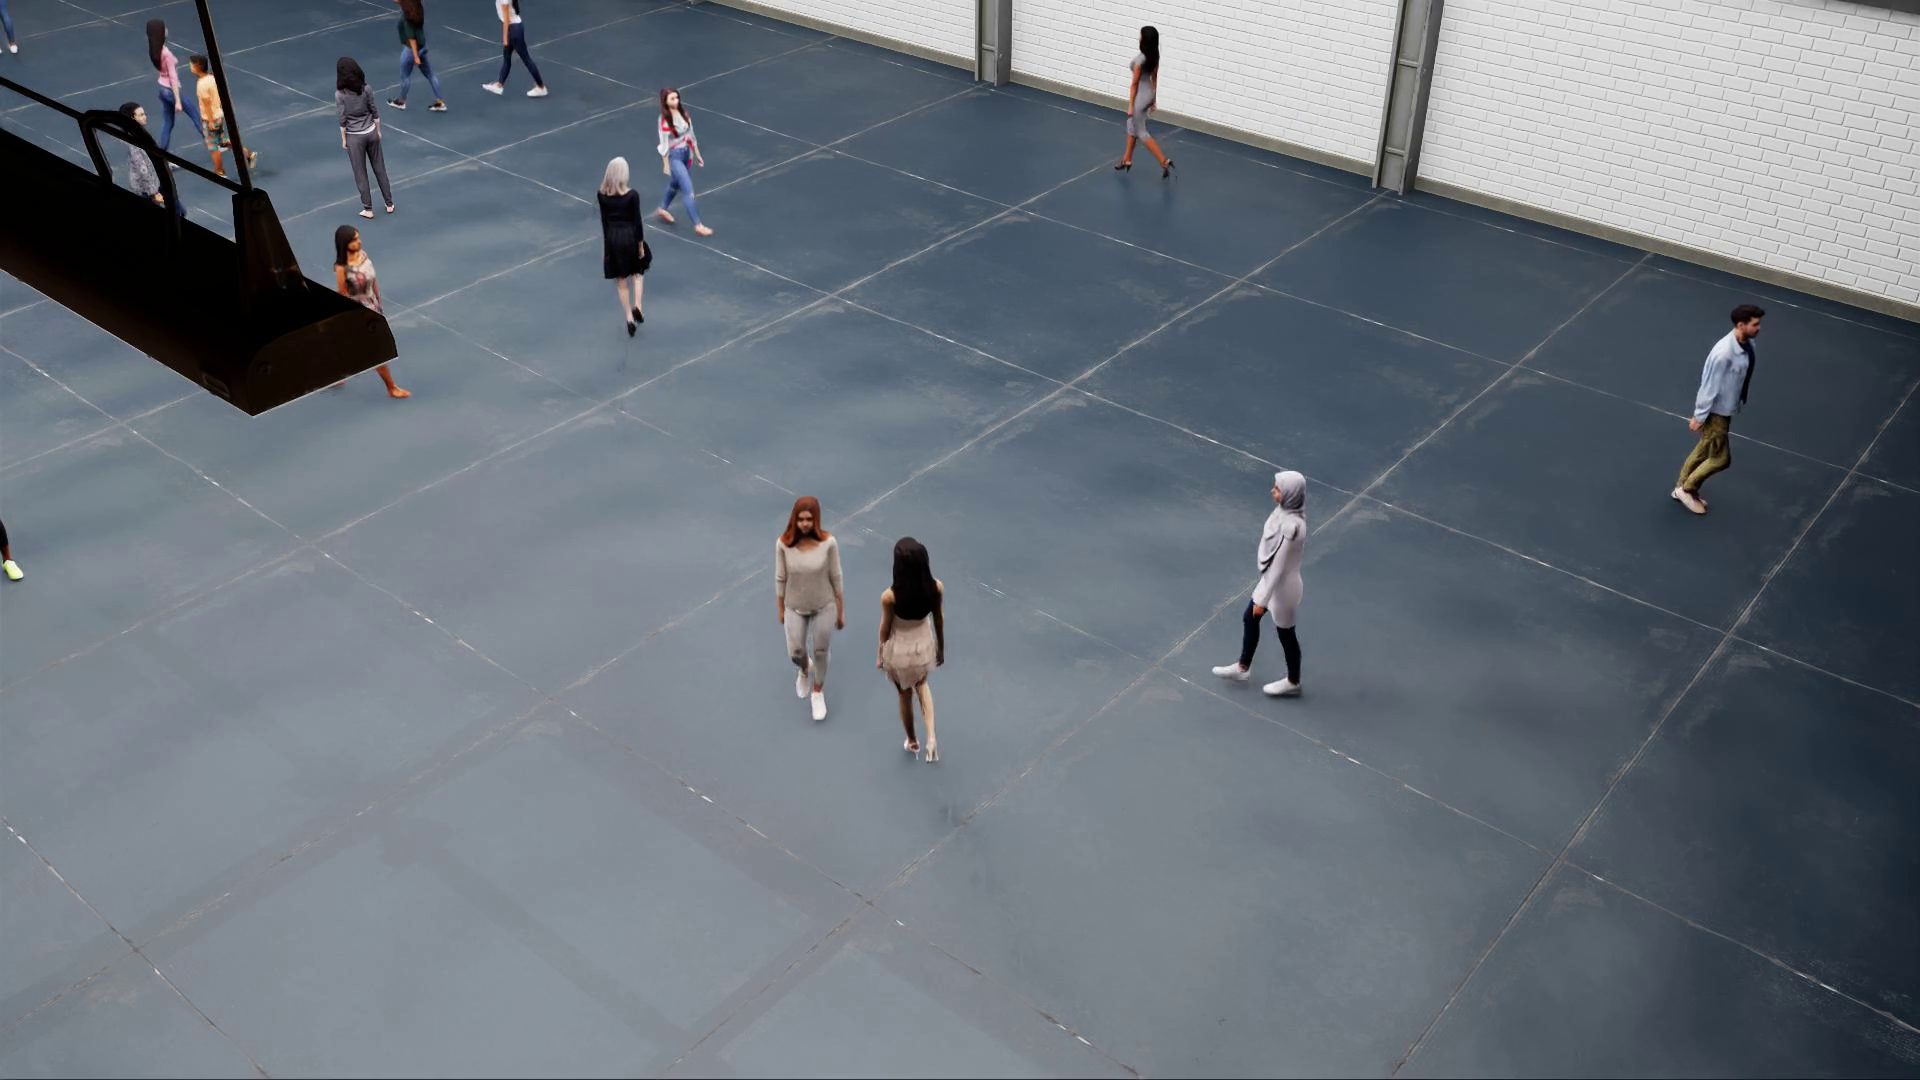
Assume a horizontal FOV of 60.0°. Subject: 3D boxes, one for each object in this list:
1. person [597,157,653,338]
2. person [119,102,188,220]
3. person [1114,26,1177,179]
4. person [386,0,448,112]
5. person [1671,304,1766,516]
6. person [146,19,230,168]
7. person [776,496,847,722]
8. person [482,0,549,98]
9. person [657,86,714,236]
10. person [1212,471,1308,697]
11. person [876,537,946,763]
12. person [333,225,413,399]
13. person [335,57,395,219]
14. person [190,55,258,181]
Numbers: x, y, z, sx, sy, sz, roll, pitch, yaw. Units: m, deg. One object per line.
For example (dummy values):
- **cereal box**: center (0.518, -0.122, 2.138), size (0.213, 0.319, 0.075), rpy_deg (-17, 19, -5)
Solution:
- **person**: center (-3.188, -2.730, 15.711), size (0.790, 1.735, 0.843), rpy_deg (0, 34, 1)
- **person**: center (-8.400, -3.637, 17.094), size (0.904, 1.714, 0.837), rpy_deg (0, 34, 1)
- **person**: center (2.157, -4.960, 19.051), size (1.069, 1.750, 0.632), rpy_deg (22, 40, 30)
- **person**: center (-6.815, -6.197, 21.059), size (1.074, 1.588, 0.928), rpy_deg (3, 34, 5)
- **person**: center (5.899, -1.053, 13.130), size (0.650, 1.798, 0.708), rpy_deg (27, 42, 34)
- **person**: center (-9.274, -5.175, 19.427), size (1.054, 1.694, 0.670), rpy_deg (26, 42, 34)
- **person**: center (-0.989, 0.392, 11.051), size (0.778, 1.693, 0.838), rpy_deg (-1, 34, -2)
- **person**: center (-5.643, -6.536, 21.436), size (1.103, 1.736, 1.108), rpy_deg (-5, 34, -7)
- **person**: center (-3.090, -4.103, 17.922), size (1.108, 1.574, 0.714), rpy_deg (18, 38, 25)
- **person**: center (2.227, 0.334, 11.083), size (0.970, 1.756, 0.886), rpy_deg (0, 34, 1)
- **person**: center (-0.287, 0.769, 10.454), size (0.749, 1.727, 0.837), rpy_deg (-13, 36, -19)
- **person**: center (-5.369, -2.023, 14.749), size (1.132, 1.622, 0.914), rpy_deg (8, 34, 12)
- **person**: center (-6.548, -4.410, 18.212), size (0.640, 1.764, 0.577), rpy_deg (-23, 40, -31)
- **person**: center (-8.547, -4.867, 19.187), size (0.898, 1.446, 0.839), rpy_deg (-3, 34, -5)
